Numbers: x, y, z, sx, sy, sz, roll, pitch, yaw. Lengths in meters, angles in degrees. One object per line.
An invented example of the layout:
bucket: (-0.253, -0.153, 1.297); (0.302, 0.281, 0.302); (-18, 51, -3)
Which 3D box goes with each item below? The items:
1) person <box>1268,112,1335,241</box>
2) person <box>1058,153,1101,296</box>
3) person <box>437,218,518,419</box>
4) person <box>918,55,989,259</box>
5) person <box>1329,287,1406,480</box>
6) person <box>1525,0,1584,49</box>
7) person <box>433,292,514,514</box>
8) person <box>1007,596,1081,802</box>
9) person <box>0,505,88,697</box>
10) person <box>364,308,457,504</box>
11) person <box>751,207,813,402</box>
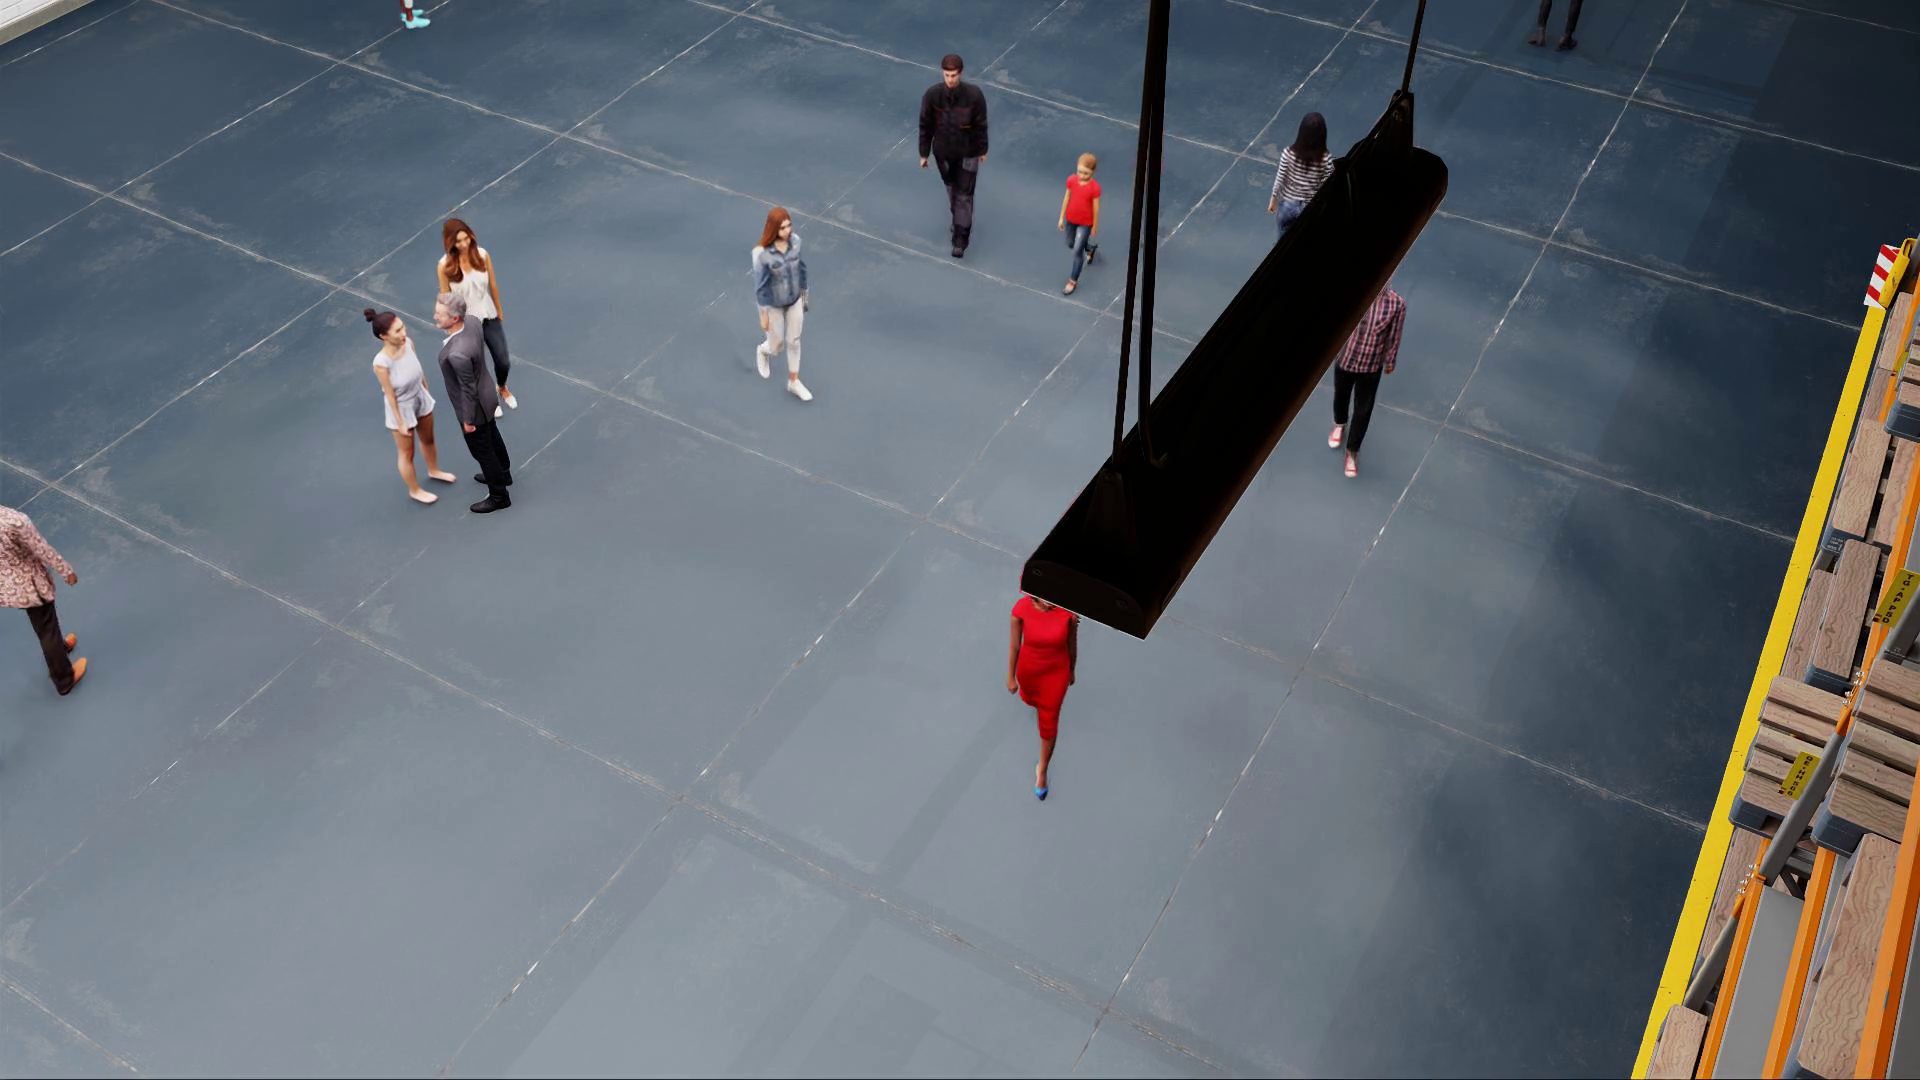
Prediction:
person: (2.769, -2.629, 13.694); (0.726, 1.780, 0.775); (5, 44, 5)
person: (1.054, -2.747, 14.169); (0.520, 1.294, 0.789); (26, 49, 25)
person: (-3.756, -1.730, 12.753); (0.664, 1.776, 0.764); (-22, 48, -22)
person: (-0.011, -3.432, 14.523); (0.940, 1.798, 1.168); (9, 44, 9)
person: (2.997, -1.399, 12.431); (0.832, 1.741, 1.020); (12, 45, 13)
person: (6.362, -5.923, 17.182); (0.725, 1.738, 0.662); (31, 52, 28)
person: (-3.503, -1.012, 11.951); (0.874, 1.843, 0.768); (-4, 44, -4)
person: (0.496, 0.749, 10.198); (0.918, 1.711, 1.157); (1, 44, 1)
person: (-6.022, 0.328, 10.583); (0.872, 1.788, 0.911); (4, 44, 4)
person: (-4.025, -0.990, 12.093); (0.647, 1.614, 0.483); (16, 46, 16)
person: (-1.434, -1.871, 12.961); (0.886, 1.694, 0.869); (-27, 50, -26)
